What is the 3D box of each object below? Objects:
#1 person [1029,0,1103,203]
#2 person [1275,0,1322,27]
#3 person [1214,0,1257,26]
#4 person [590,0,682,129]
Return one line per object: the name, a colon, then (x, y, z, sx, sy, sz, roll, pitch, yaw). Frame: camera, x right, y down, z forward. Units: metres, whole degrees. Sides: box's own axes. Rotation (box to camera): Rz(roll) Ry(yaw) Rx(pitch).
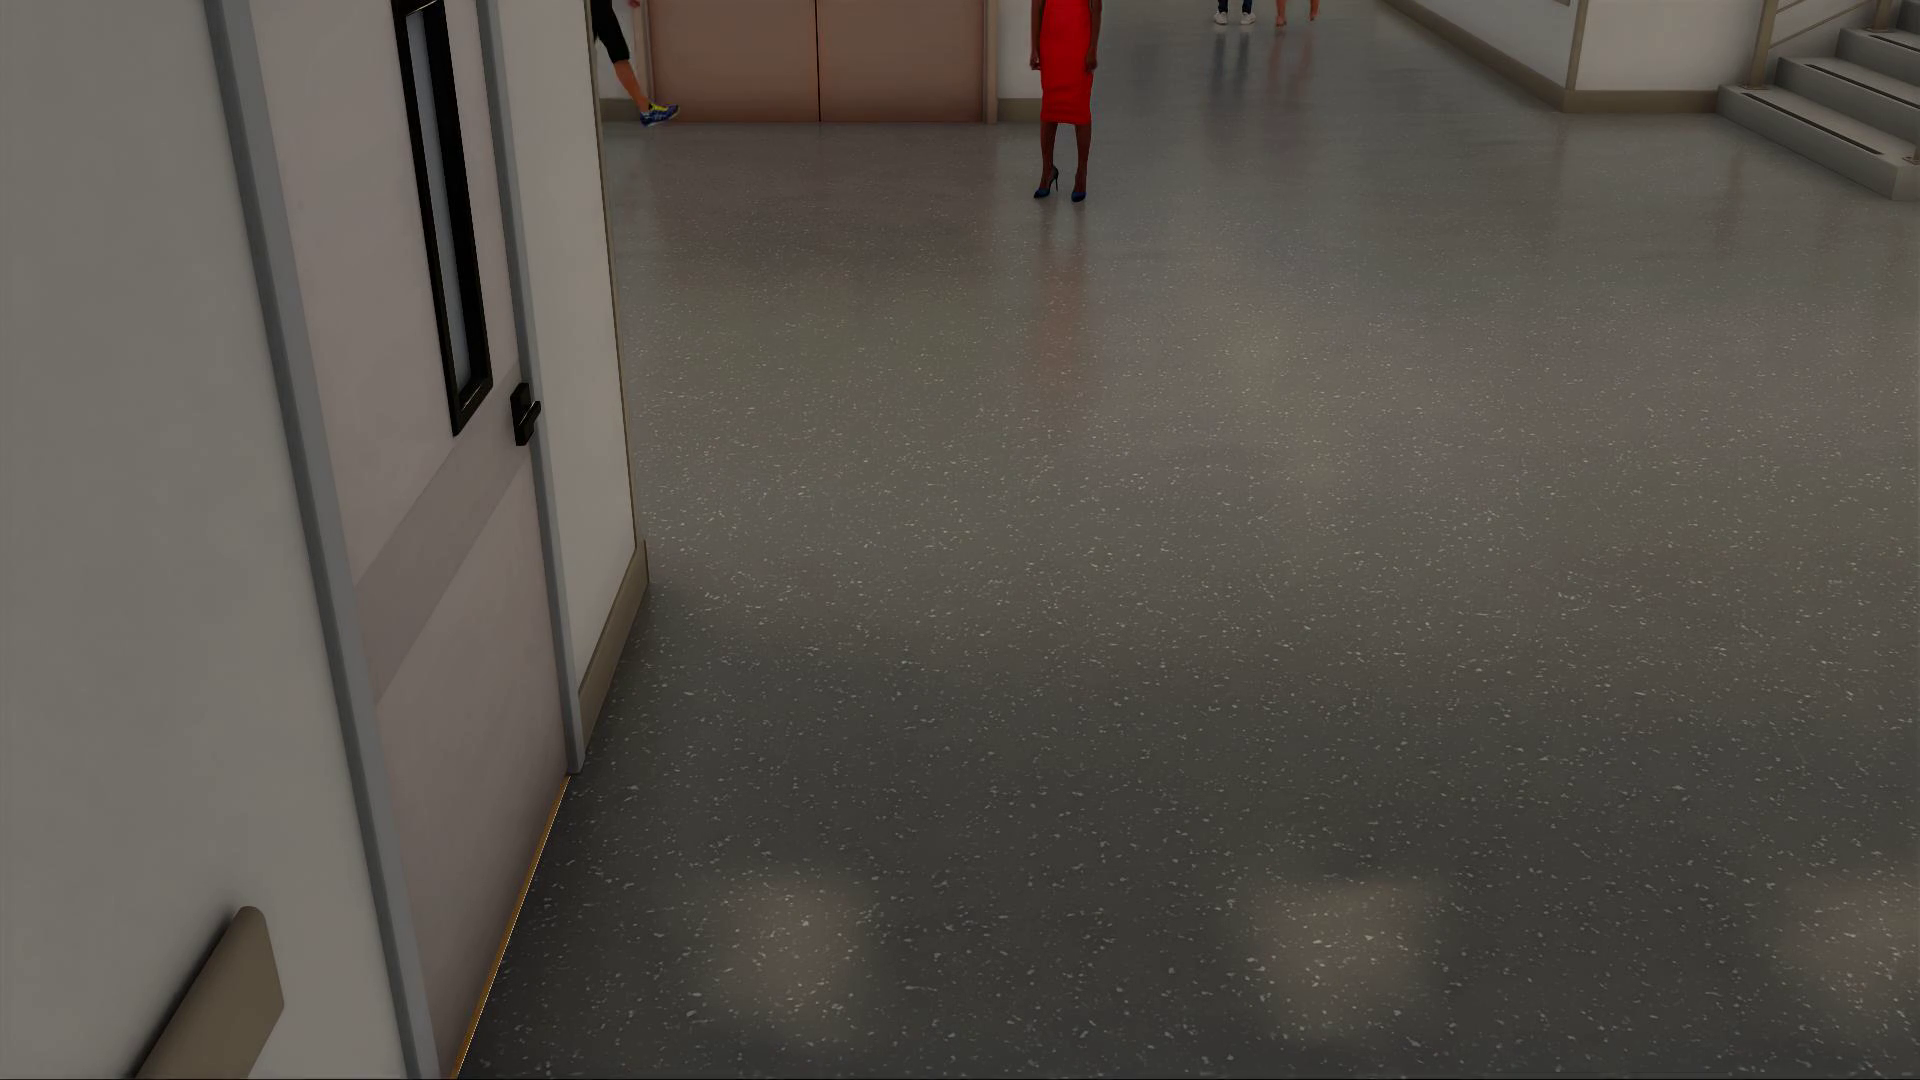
person: (0.624, -2.859, 9.639, 0.559, 1.744, 0.692, 11, 28, 21)
person: (3.123, -5.603, 15.302, 1.192, 1.767, 1.037, 10, 27, 20)
person: (2.629, -5.856, 15.729, 0.568, 1.853, 0.762, 4, 26, 8)
person: (-2.578, -3.685, 11.273, 1.250, 1.813, 0.749, 4, 26, 8)
